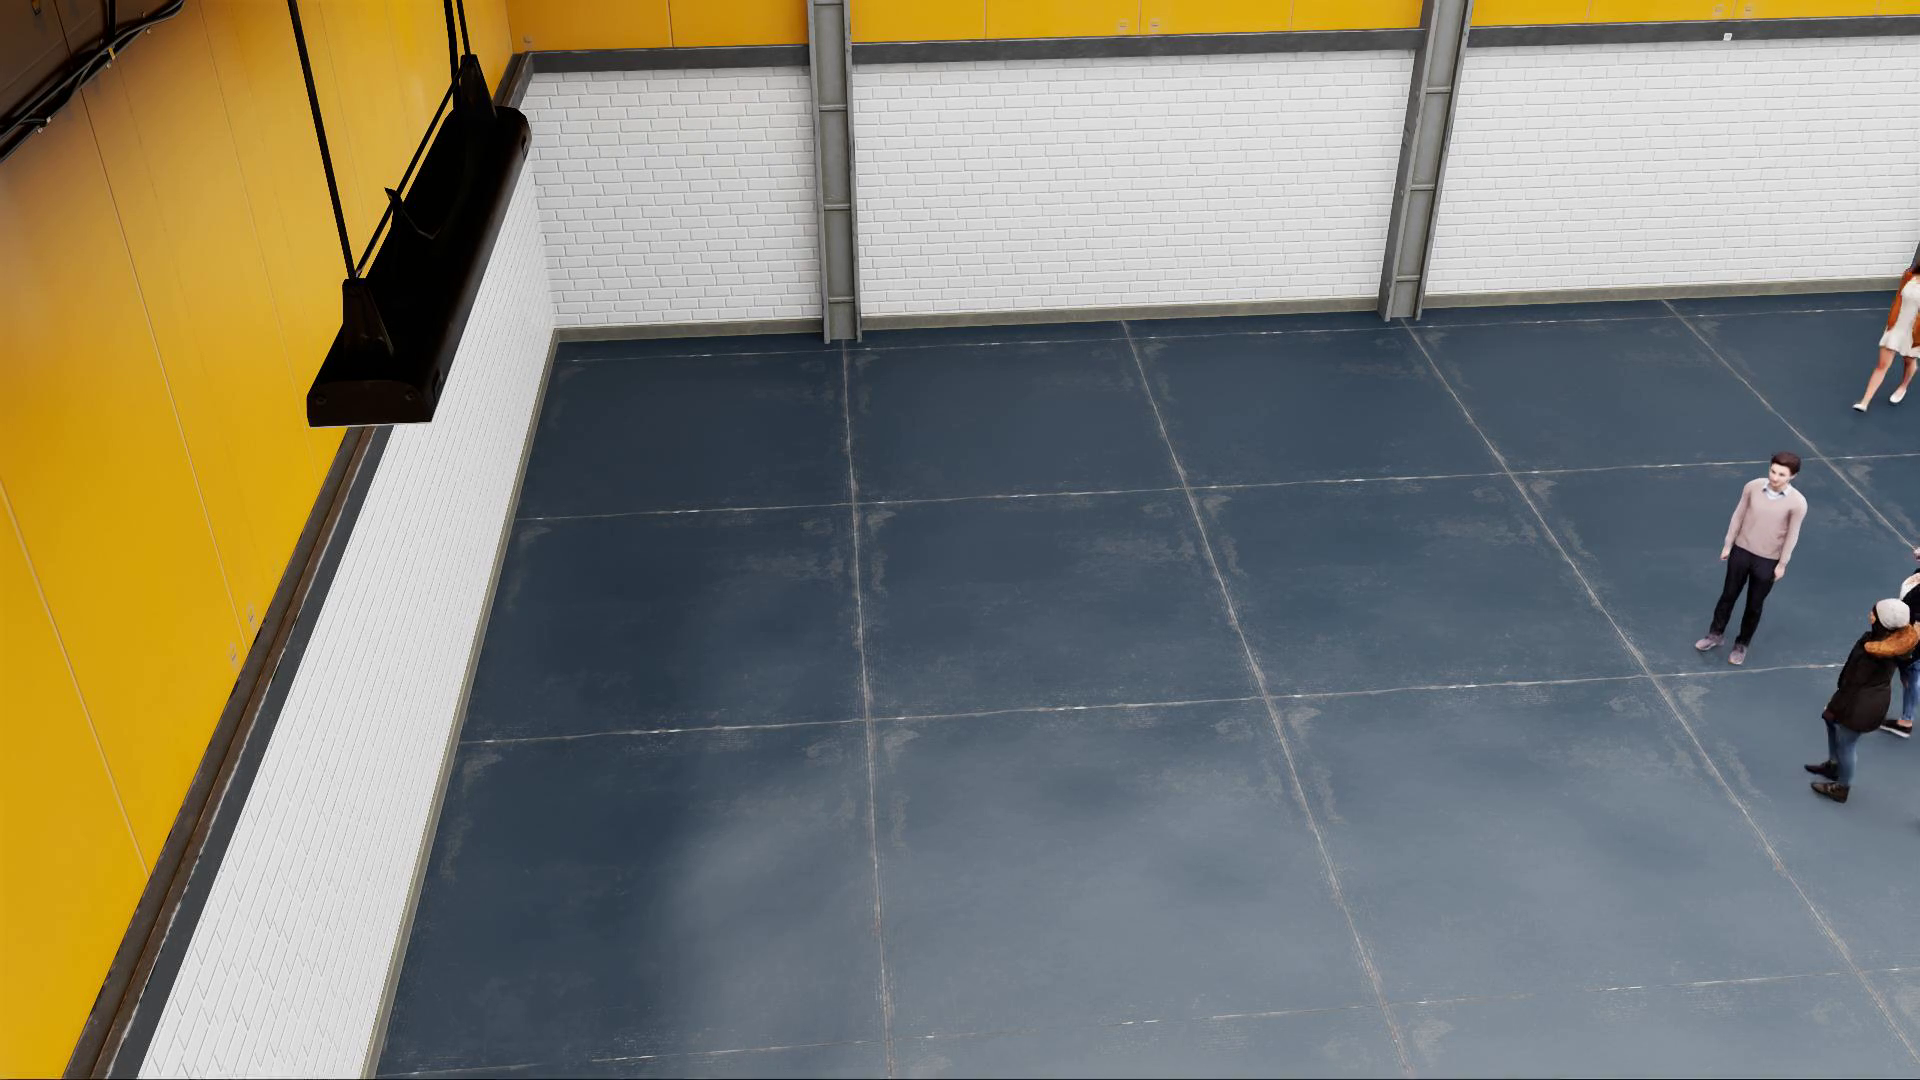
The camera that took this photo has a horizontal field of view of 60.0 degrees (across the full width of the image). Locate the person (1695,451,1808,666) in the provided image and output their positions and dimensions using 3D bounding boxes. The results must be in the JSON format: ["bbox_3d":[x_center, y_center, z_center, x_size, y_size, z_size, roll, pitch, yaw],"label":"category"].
[{"bbox_3d":[5.990,0.113,12.497,0.706,1.808,0.746,29,43,36],"label":"person"}]

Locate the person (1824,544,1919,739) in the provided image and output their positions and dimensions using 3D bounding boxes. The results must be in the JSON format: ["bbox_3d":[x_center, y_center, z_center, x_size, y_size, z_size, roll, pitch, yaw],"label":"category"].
[{"bbox_3d":[6.797,0.714,11.727,0.948,1.659,0.873,20,39,27],"label":"person"}]

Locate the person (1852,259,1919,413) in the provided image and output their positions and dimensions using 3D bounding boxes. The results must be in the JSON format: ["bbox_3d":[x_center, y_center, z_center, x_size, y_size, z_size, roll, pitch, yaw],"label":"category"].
[{"bbox_3d":[9.059,-2.009,15.811,1.211,1.672,1.033,-24,41,-32],"label":"person"}]

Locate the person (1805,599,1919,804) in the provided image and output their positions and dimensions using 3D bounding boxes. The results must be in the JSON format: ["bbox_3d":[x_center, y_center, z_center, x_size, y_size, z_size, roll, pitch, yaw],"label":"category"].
[{"bbox_3d":[6.120,1.114,11.156,0.792,1.626,0.732,25,41,33],"label":"person"}]
